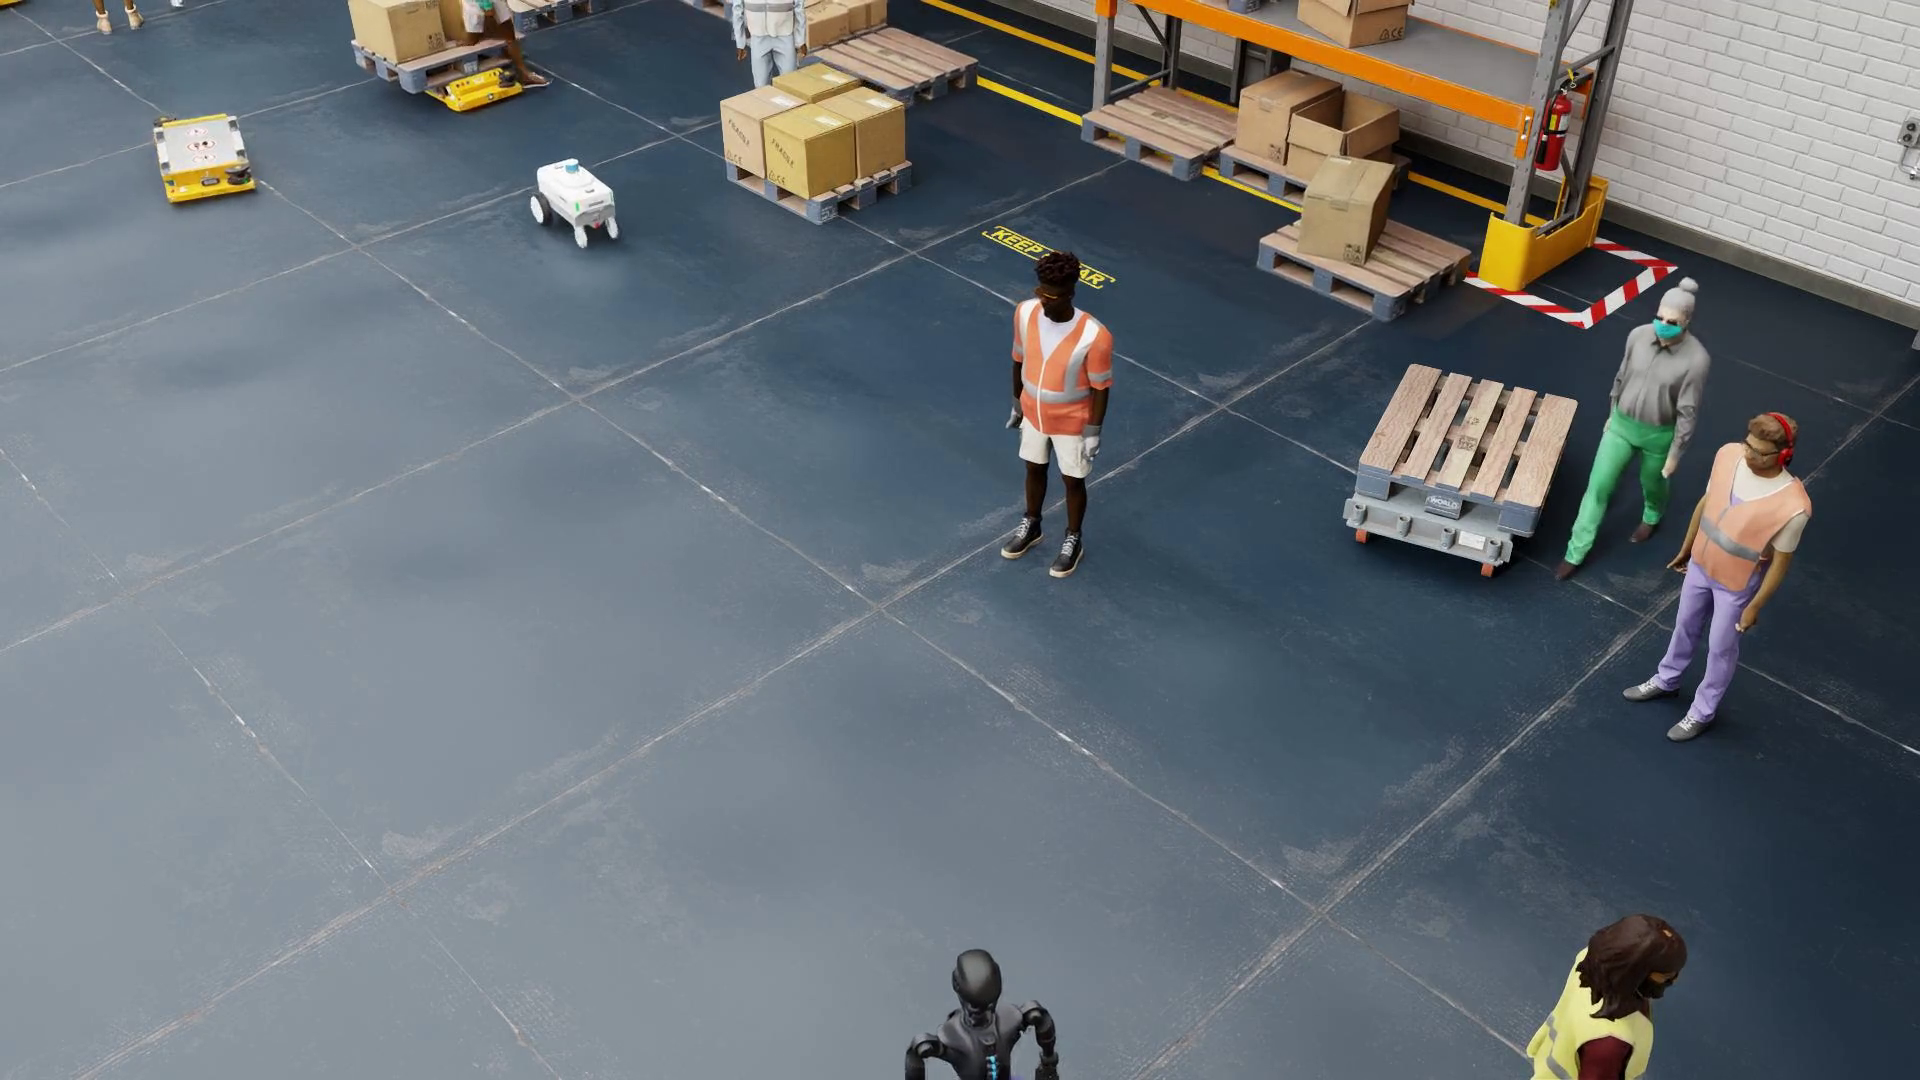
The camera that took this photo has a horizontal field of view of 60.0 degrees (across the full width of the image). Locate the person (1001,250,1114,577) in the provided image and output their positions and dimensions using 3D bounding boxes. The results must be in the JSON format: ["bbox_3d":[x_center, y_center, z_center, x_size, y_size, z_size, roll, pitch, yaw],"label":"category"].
[{"bbox_3d":[0.523,-0.681,9.028,0.606,1.965,0.371,24,43,28],"label":"person"}]

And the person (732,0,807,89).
[{"bbox_3d":[-1.553,-4.130,13.646,0.595,1.908,0.408,-1,37,-2],"label":"person"}]

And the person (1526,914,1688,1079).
[{"bbox_3d":[2.135,1.916,5.748,0.376,1.775,0.466,10,38,13],"label":"person"}]

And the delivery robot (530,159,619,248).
[{"bbox_3d":[-2.951,-2.637,12.777,0.499,0.582,0.773,-24,43,-29],"label":"delivery robot"}]

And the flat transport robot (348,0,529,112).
[{"bbox_3d":[-4.688,-4.270,15.186,1.431,0.231,0.659,31,47,34],"label":"flat transport robot"}]

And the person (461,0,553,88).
[{"bbox_3d":[-4.145,-4.809,14.623,0.957,1.800,0.524,4,37,5],"label":"person"}]

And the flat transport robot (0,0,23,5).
[{"bbox_3d":[-10.224,-5.739,17.131,0.659,0.231,1.431,-27,45,-31],"label":"flat transport robot"}]

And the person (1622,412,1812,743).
[{"bbox_3d":[3.694,0.168,8.006,0.390,1.842,0.565,-13,39,-17],"label":"person"}]

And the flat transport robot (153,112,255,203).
[{"bbox_3d":[-6.264,-3.195,13.763,0.659,0.231,1.431,-15,40,-19],"label":"flat transport robot"}]

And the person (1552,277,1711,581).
[{"bbox_3d":[3.772,-0.638,9.112,0.523,1.793,0.943,31,47,34],"label":"person"}]

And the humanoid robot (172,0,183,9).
[{"bbox_3d":[-8.146,-6.213,16.548,0.535,1.756,0.837,-9,38,-12],"label":"humanoid robot"}]

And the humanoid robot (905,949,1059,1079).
[{"bbox_3d":[0.071,2.005,5.712,0.611,1.638,0.455,-13,39,-16],"label":"humanoid robot"}]

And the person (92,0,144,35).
[{"bbox_3d":[-8.323,-5.876,15.842,0.609,2.042,0.392,-18,40,-22],"label":"person"}]
